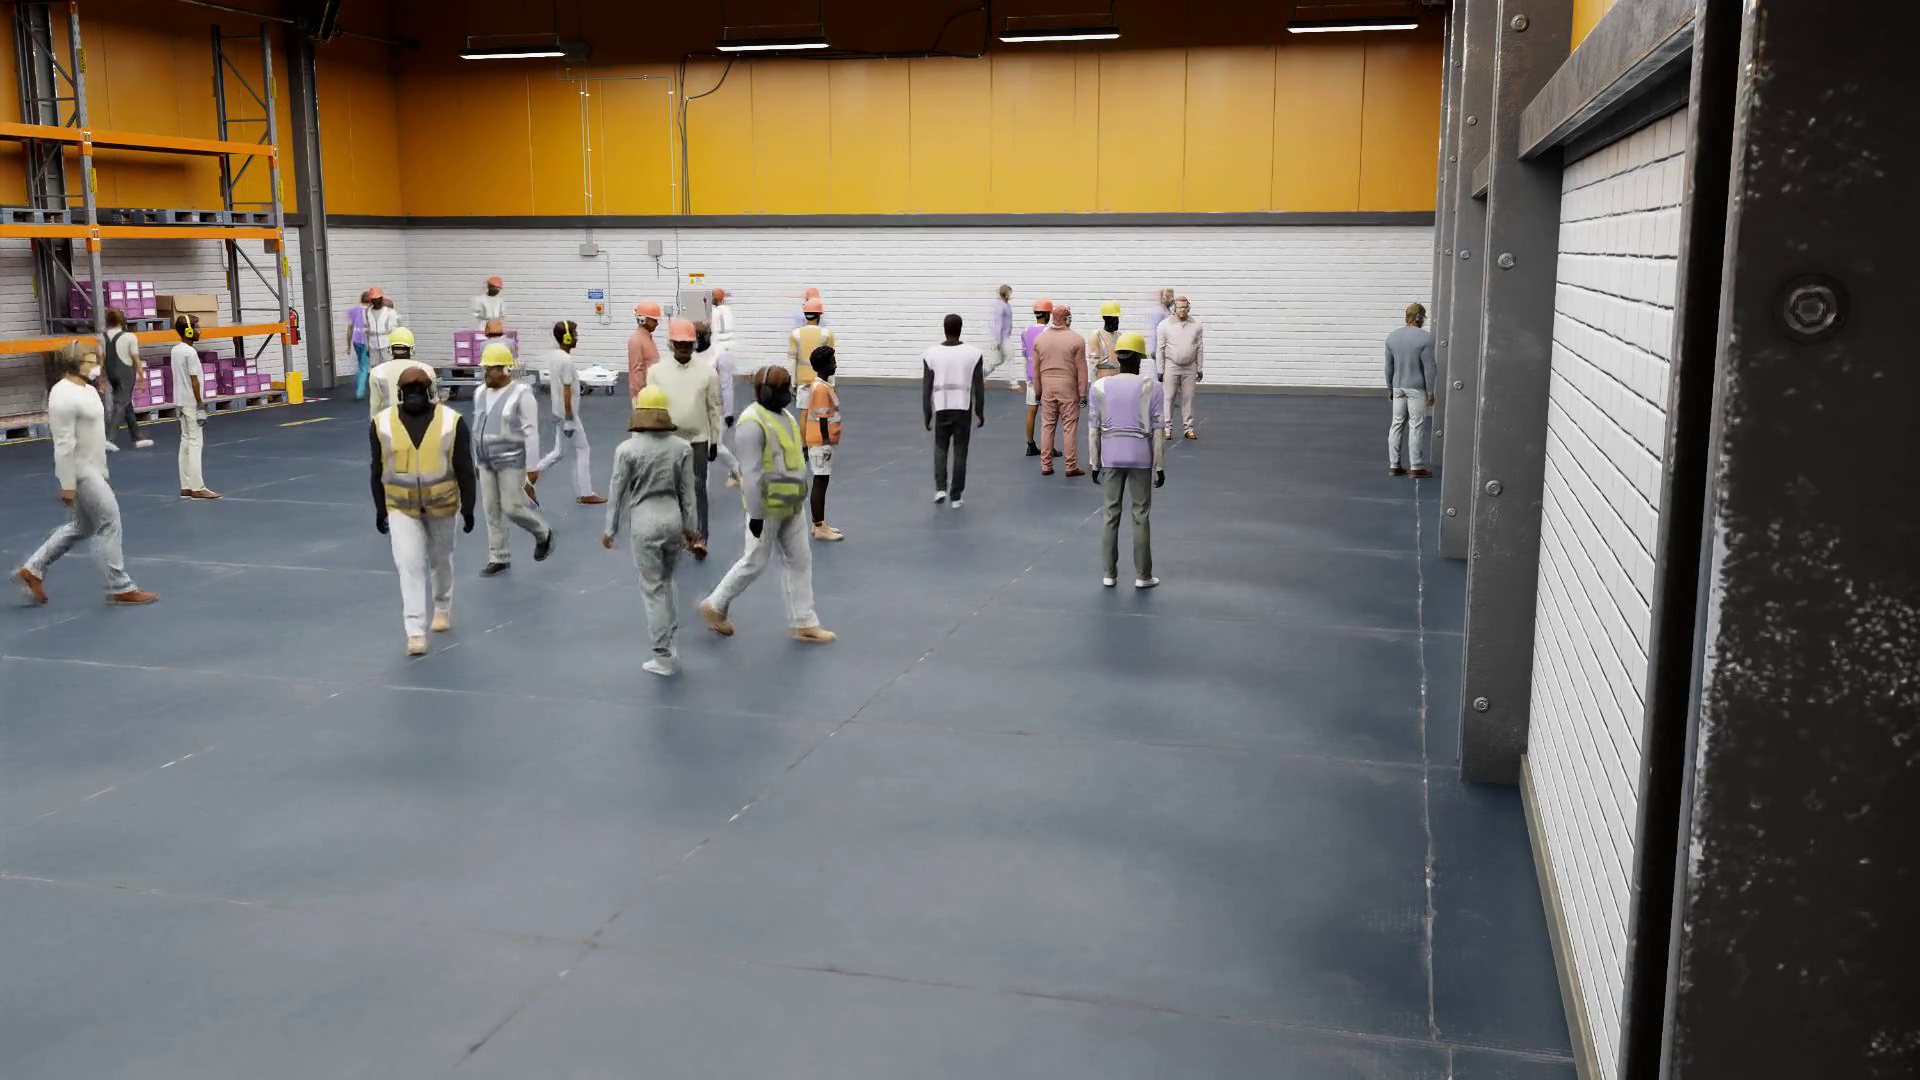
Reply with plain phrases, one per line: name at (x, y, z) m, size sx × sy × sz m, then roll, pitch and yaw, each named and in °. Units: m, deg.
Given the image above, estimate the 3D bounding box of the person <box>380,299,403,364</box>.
person at (-10.057, -3.427, 29.346) m, size 0.555 × 1.627 × 0.315 m, roll -7°, pitch 12°, yaw -36°

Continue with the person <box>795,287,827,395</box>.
person at (-2.468, -3.188, 27.220) m, size 0.953 × 1.898 × 0.557 m, roll 9°, pitch 13°, yaw 41°

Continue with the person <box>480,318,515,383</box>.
person at (-6.160, -2.169, 22.286) m, size 0.497 × 1.600 × 0.808 m, roll -7°, pitch 12°, yaw -33°

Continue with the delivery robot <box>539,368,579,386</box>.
delivery robot at (-6.928, -2.841, 28.777) m, size 0.707 × 0.478 × 0.477 m, roll 5°, pitch 11°, yaw 28°

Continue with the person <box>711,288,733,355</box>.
person at (-3.930, -3.169, 27.191) m, size 0.462 × 1.869 × 0.578 m, roll 4°, pitch 11°, yaw 24°

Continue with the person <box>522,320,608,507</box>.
person at (-3.929, -1.235, 16.322) m, size 0.841 × 1.846 × 0.524 m, roll -6°, pitch 12°, yaw -31°

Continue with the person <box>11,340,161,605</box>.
person at (-6.246, -0.457, 11.728) m, size 0.917 × 1.909 × 0.641 m, roll -2°, pitch 10°, yaw -14°

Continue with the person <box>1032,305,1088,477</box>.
person at (1.131, -1.658, 18.525) m, size 0.655 × 1.905 × 0.407 m, roll 5°, pitch 11°, yaw 25°

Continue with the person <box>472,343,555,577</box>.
person at (-3.525, -0.634, 12.982) m, size 0.598 × 1.816 × 0.585 m, roll 6°, pitch 12°, yaw 30°

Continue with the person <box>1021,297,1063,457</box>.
person at (1.000, -1.969, 20.189) m, size 0.544 × 1.939 × 0.353 m, roll 9°, pitch 13°, yaw 40°

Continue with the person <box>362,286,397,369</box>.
person at (-9.341, -3.141, 26.871) m, size 0.562 × 1.922 × 0.577 m, roll 0°, pitch 10°, yaw -2°

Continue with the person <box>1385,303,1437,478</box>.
person at (4.986, -1.651, 18.406) m, size 0.371 × 1.934 × 0.627 m, roll -8°, pitch 13°, yaw -40°

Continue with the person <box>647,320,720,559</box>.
person at (-2.284, -0.832, 13.732) m, size 0.606 × 1.946 × 1.038 m, roll -1°, pitch 10°, yaw -6°

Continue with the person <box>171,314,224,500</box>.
person at (-7.779, -1.345, 16.846) m, size 0.521 × 1.873 × 0.335 m, roll 10°, pitch 14°, yaw 44°

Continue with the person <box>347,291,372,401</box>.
person at (-9.887, -3.242, 27.774) m, size 0.561 × 1.801 × 0.836 m, roll 2°, pitch 10°, yaw 12°

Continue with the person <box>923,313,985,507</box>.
person at (-0.055, -1.275, 16.391) m, size 0.595 × 1.897 × 0.523 m, roll 1°, pitch 10°, yaw 5°

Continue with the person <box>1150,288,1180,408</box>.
person at (3.324, -3.033, 26.350) m, size 0.689 × 1.883 × 0.680 m, roll 4°, pitch 11°, yaw 22°

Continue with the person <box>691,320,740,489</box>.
person at (-2.516, -1.319, 16.855) m, size 0.638 × 1.822 × 0.618 m, roll 7°, pitch 12°, yaw 33°

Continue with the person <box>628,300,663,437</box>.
person at (-3.298, -1.526, 17.547) m, size 0.390 × 1.986 × 0.609 m, roll 0°, pitch 10°, yaw 3°

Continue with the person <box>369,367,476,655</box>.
person at (-3.448, -0.223, 10.719) m, size 0.641 × 1.798 × 0.950 m, roll -3°, pitch 10°, yaw -15°

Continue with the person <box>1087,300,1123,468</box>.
person at (1.717, -1.811, 19.321) m, size 0.373 × 1.928 × 0.584 m, roll 9°, pitch 13°, yaw 41°

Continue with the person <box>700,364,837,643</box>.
person at (-1.262, -0.232, 10.728) m, size 0.879 × 1.812 × 0.635 m, roll 4°, pitch 11°, yaw 21°

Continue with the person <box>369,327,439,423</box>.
person at (-4.974, -0.990, 14.945) m, size 0.594 × 1.832 × 0.403 m, roll -3°, pitch 10°, yaw -16°

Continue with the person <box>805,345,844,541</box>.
person at (-1.186, -0.844, 14.503) m, size 0.318 × 1.696 × 0.532 m, roll -1°, pitch 10°, yaw -8°

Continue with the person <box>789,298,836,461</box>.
person at (-1.748, -1.900, 19.806) m, size 0.550 × 1.933 × 0.374 m, roll 1°, pitch 10°, yaw 3°

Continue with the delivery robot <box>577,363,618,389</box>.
delivery robot at (-6.231, -2.796, 28.523) m, size 0.707 × 0.478 × 0.477 m, roll 0°, pitch 10°, yaw 0°

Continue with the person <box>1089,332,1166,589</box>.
person at (1.254, -0.589, 12.435) m, size 0.585 × 1.917 × 0.381 m, roll 4°, pitch 11°, yaw 19°

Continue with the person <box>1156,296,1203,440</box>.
person at (2.912, -2.271, 22.020) m, size 0.640 × 1.902 × 0.402 m, roll -2°, pitch 10°, yaw -10°

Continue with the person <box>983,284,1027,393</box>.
person at (0.702, -3.514, 29.053) m, size 0.922 × 1.914 × 0.635 m, roll 2°, pitch 10°, yaw 9°

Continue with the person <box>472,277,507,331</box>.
person at (-8.736, -3.870, 30.819) m, size 0.686 × 1.995 × 0.532 m, roll -10°, pitch 14°, yaw -43°

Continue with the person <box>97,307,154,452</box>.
person at (-10.498, -2.004, 20.800) m, size 0.523 × 1.802 × 0.987 m, roll 2°, pitch 10°, yaw 12°

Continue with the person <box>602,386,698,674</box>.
person at (-1.870, -0.065, 10.033) m, size 0.505 × 1.720 × 0.585 m, roll -8°, pitch 13°, yaw -39°
